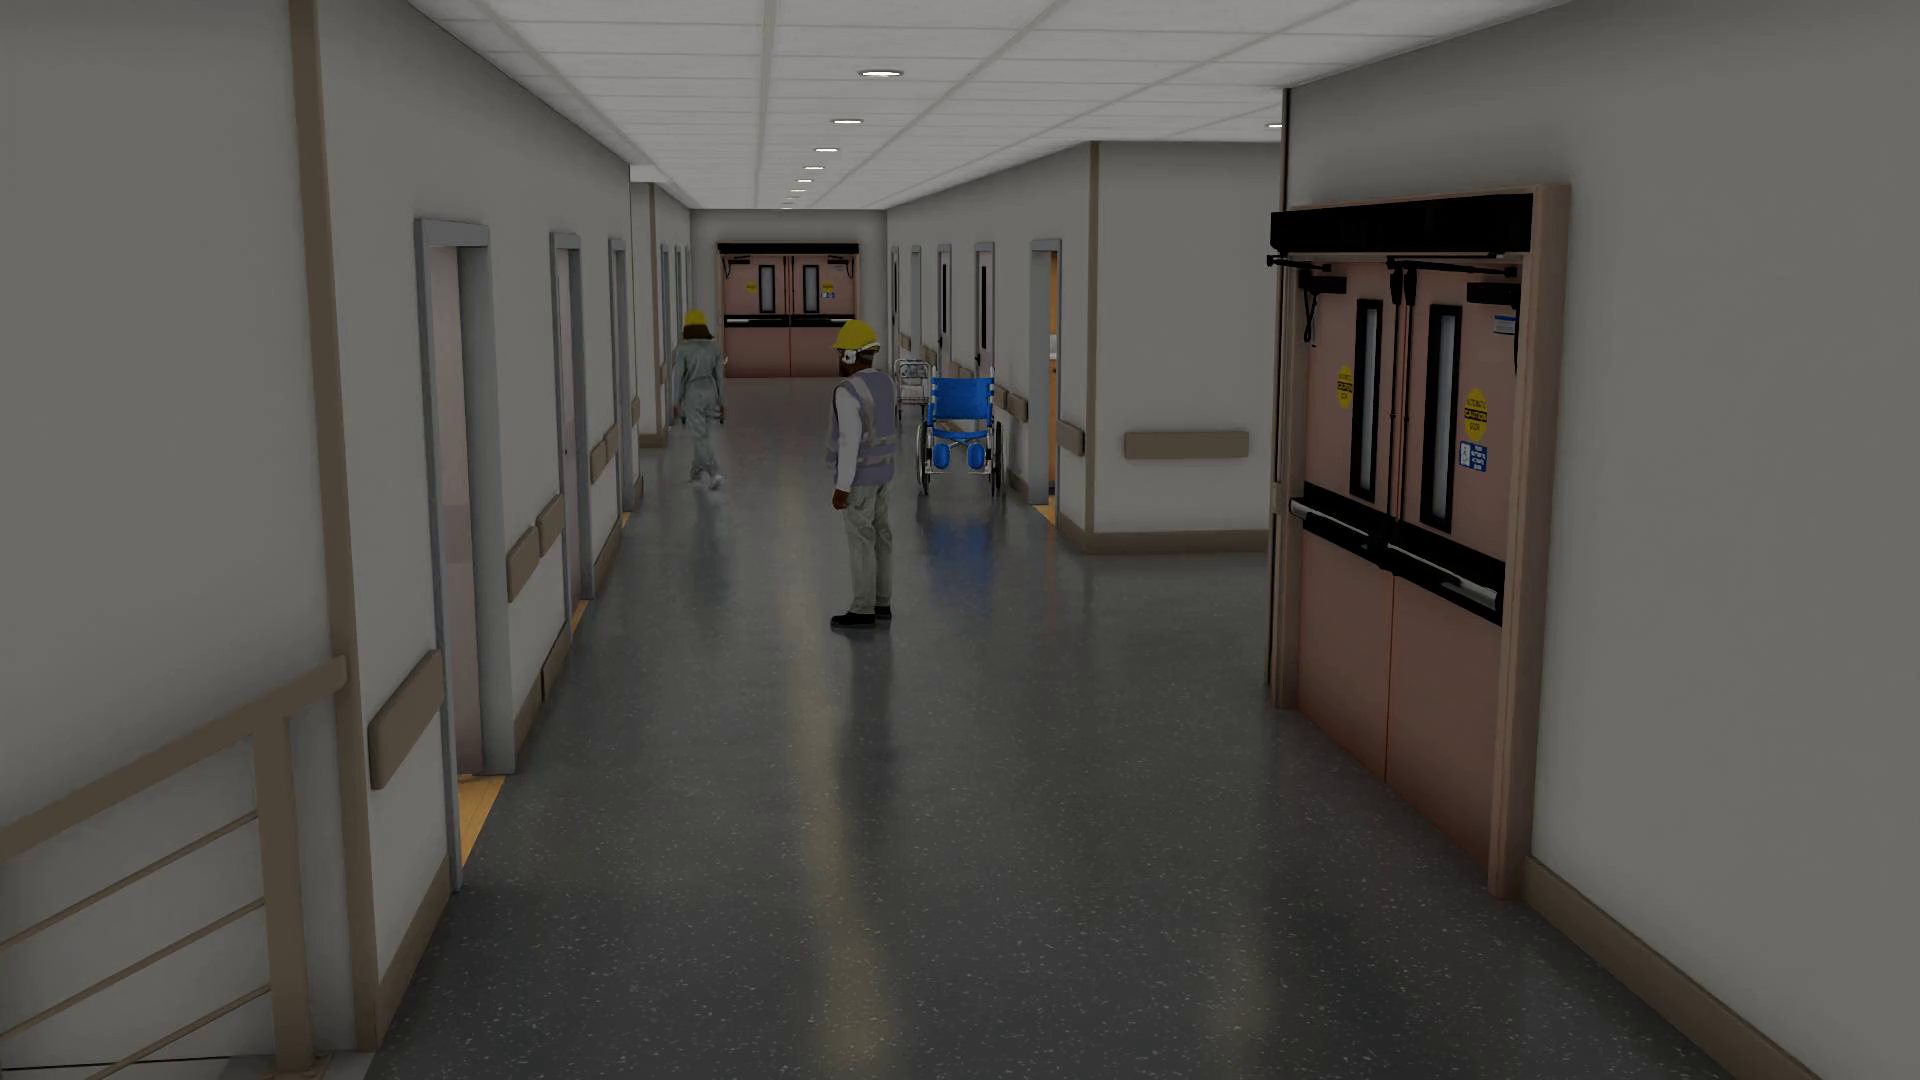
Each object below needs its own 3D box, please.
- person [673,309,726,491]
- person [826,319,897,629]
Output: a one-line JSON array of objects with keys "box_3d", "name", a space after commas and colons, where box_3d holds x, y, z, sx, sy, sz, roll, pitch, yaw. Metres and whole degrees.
[{"box_3d": [-2.441, -1.333, 15.772, 0.489, 1.702, 0.868, -7, 12, -37], "name": "person"}, {"box_3d": [-0.593, -0.387, 9.889, 0.404, 1.834, 0.591, 4, 11, 24], "name": "person"}]
